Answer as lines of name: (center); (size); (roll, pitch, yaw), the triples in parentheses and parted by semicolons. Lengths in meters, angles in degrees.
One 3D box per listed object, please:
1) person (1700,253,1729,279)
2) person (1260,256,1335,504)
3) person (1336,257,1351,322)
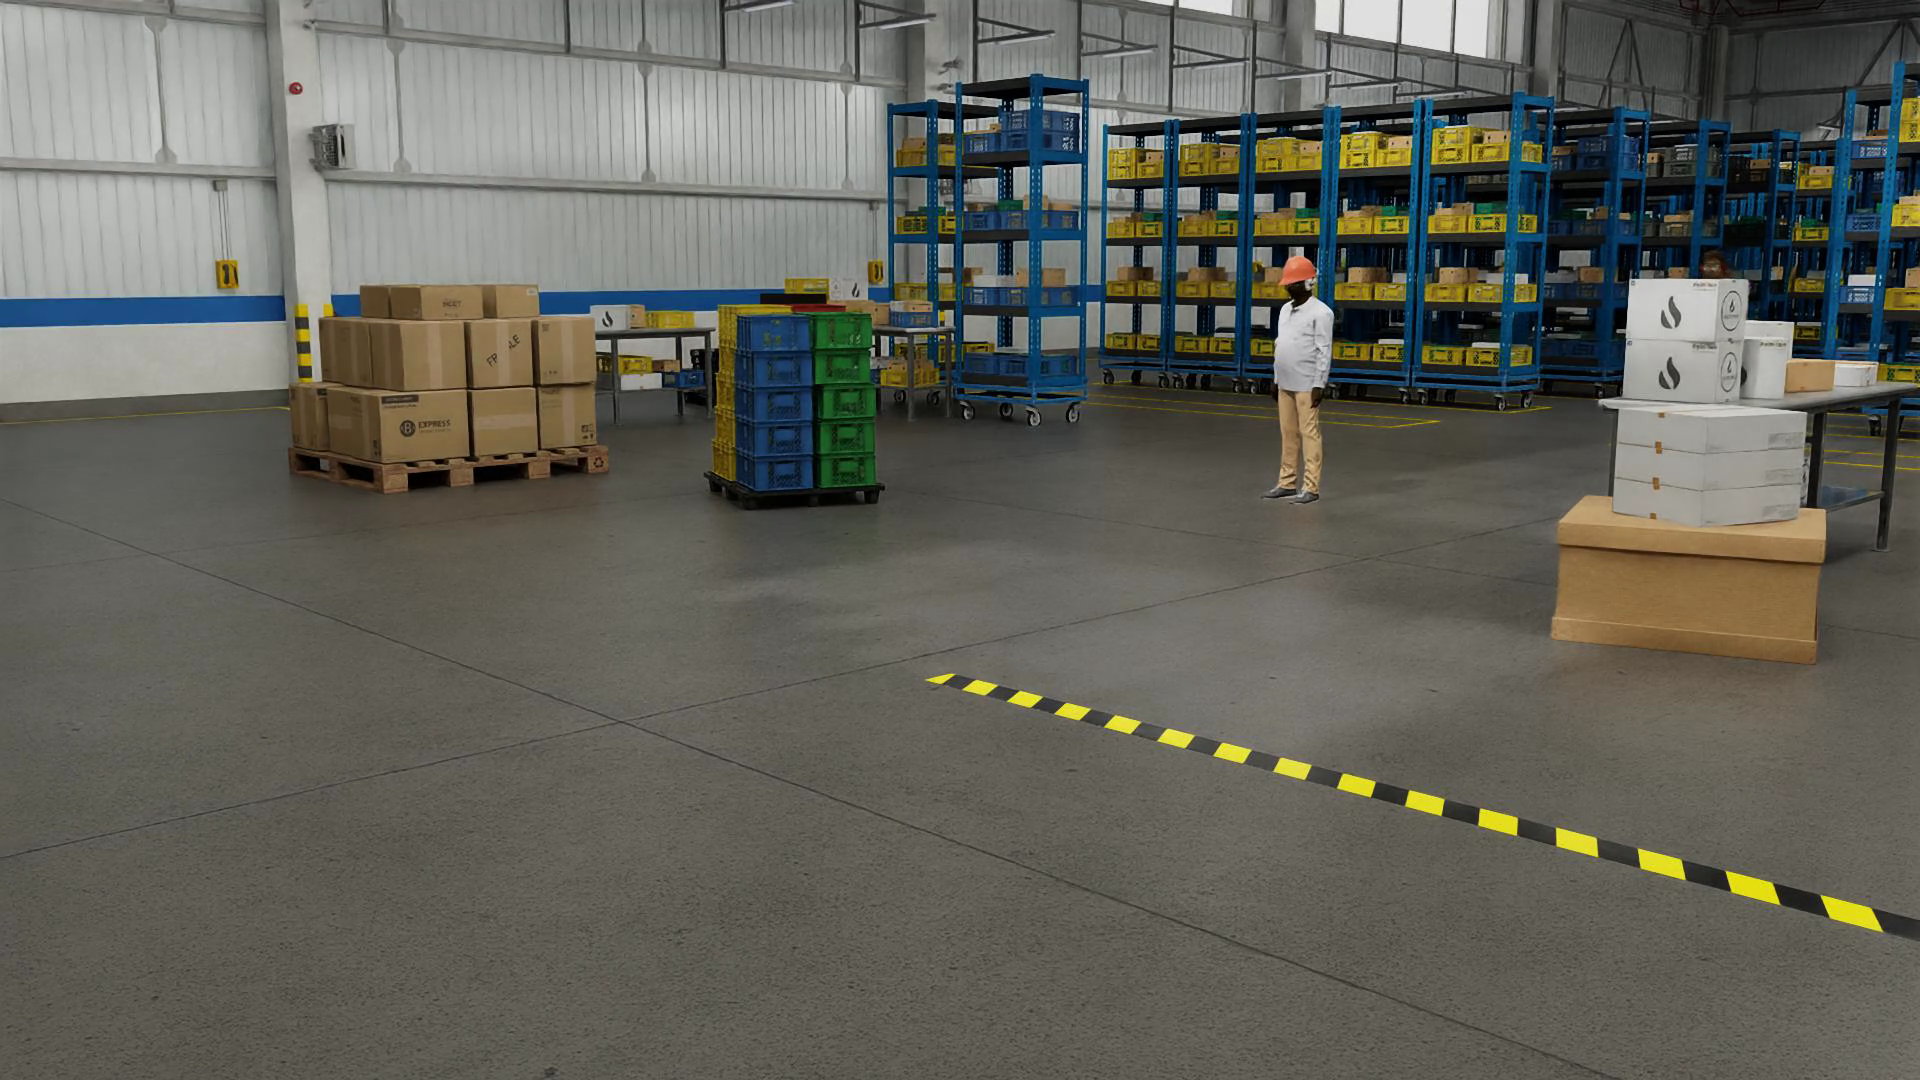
person: (6.837, -1.718, 15.219); (0.598, 1.790, 1.001); (6, 11, 31)
person: (2.394, -1.131, 11.809); (0.331, 1.747, 0.559); (-5, 11, -26)
person: (6.862, -4.138, 29.716); (0.591, 1.817, 0.563); (7, 12, 35)
